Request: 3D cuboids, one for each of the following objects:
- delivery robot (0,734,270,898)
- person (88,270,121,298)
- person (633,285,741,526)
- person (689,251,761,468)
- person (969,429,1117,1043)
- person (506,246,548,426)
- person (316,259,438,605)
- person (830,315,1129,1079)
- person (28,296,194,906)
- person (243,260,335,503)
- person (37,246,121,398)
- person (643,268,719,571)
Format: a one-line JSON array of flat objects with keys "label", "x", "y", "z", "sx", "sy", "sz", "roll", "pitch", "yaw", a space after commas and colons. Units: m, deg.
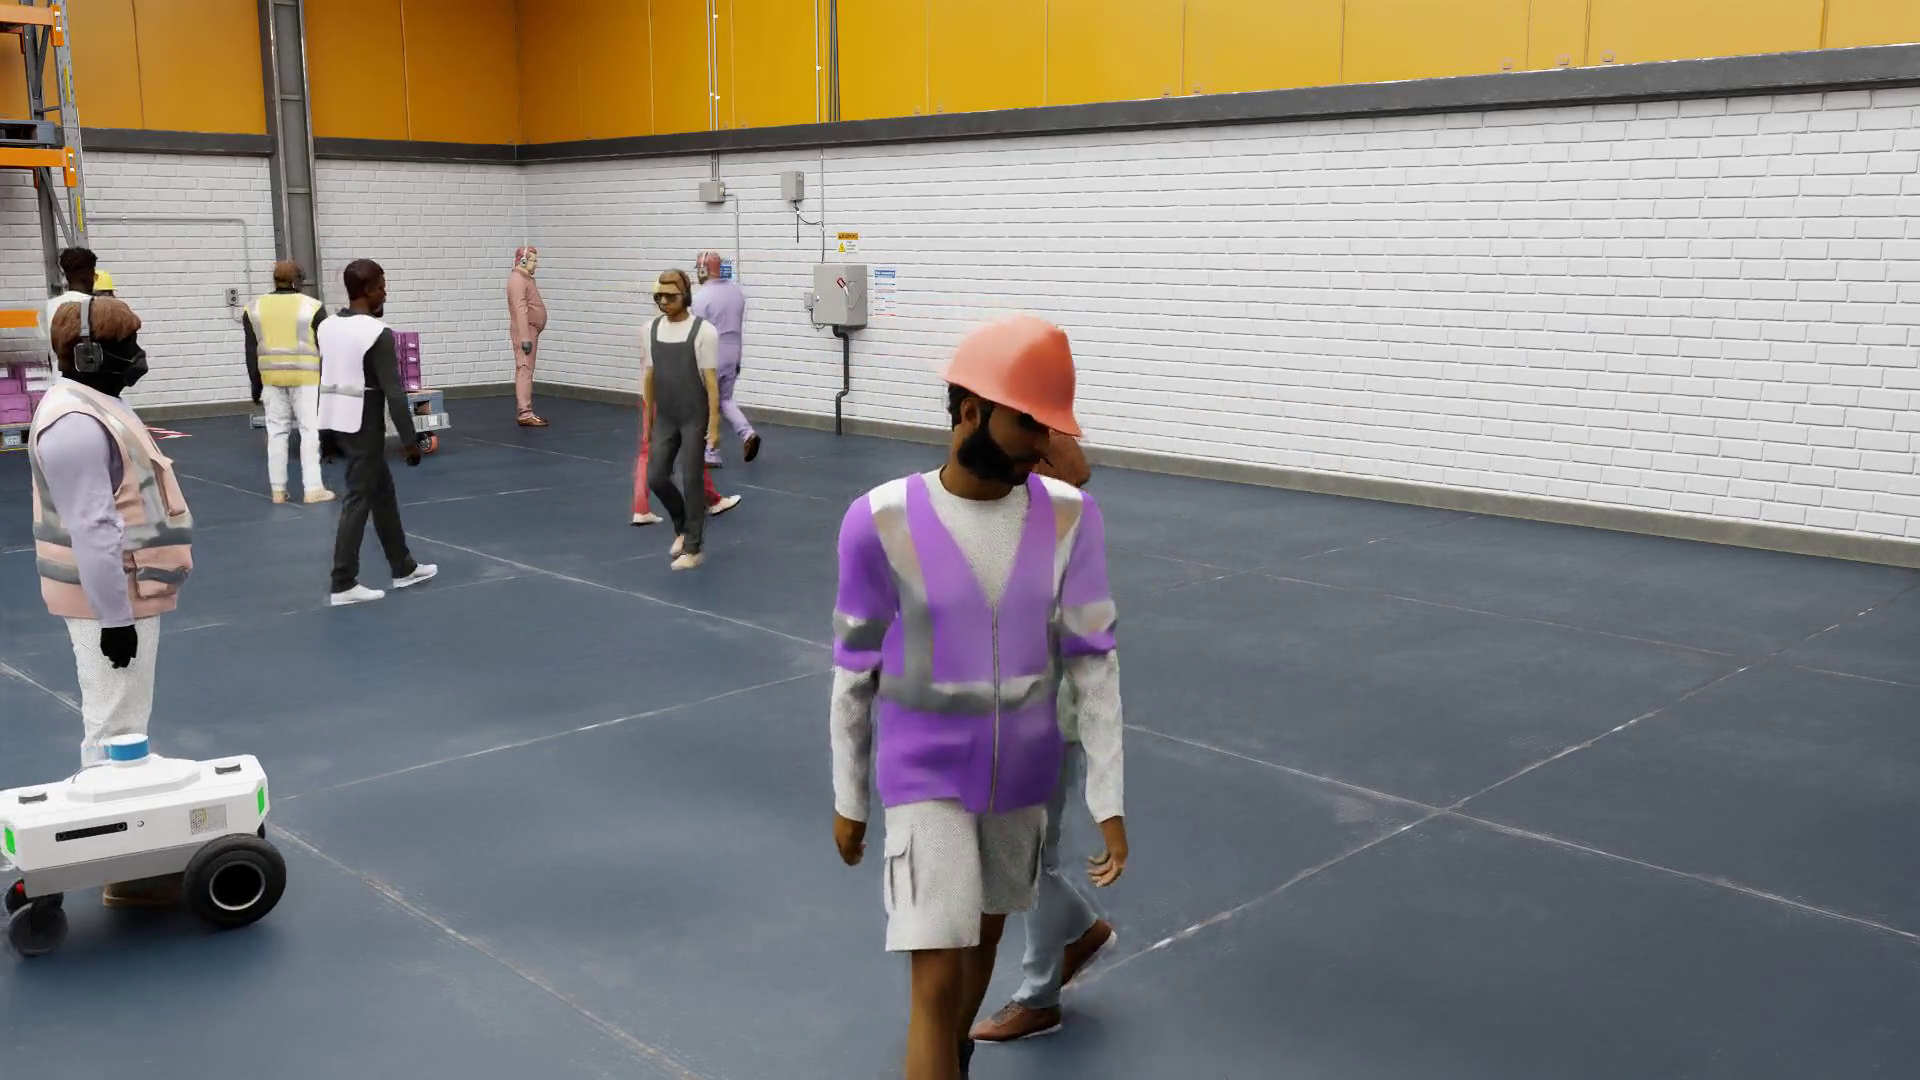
[{"label": "delivery robot", "x": -2.430, "y": 0.815, "z": 4.898, "sx": 0.707, "sy": 0.478, "sz": 0.477, "roll": -6, "pitch": 12, "yaw": -30}, {"label": "person", "x": -6.668, "y": -1.207, "z": 12.888, "sx": 0.421, "sy": 1.752, "sz": 0.559, "roll": -6, "pitch": 12, "yaw": -28}, {"label": "person", "x": -1.986, "y": -0.978, "z": 11.733, "sx": 0.558, "sy": 1.722, "sz": 0.874, "roll": 9, "pitch": 14, "yaw": 40}, {"label": "person", "x": -2.080, "y": -1.547, "z": 14.389, "sx": 0.556, "sy": 1.887, "sz": 0.662, "roll": 7, "pitch": 12, "yaw": 33}, {"label": "person", "x": 0.180, "y": 0.467, "z": 4.131, "sx": 0.375, "sy": 1.616, "sz": 0.514, "roll": -3, "pitch": 11, "yaw": -14}, {"label": "person", "x": -4.602, "y": -2.166, "z": 17.730, "sx": 0.407, "sy": 1.905, "sz": 0.638, "roll": -2, "pitch": 11, "yaw": -12}, {"label": "person", "x": -3.226, "y": -0.610, "z": 9.297, "sx": 0.617, "sy": 1.882, "sz": 0.881, "roll": 9, "pitch": 13, "yaw": 39}, {"label": "person", "x": 0.041, "y": 0.493, "z": 3.342, "sx": 0.547, "sy": 1.865, "sz": 0.994, "roll": -4, "pitch": 11, "yaw": -19}, {"label": "person", "x": -2.558, "y": 0.186, "z": 5.078, "sx": 0.429, "sy": 1.844, "sz": 0.626, "roll": -5, "pitch": 11, "yaw": -23}, {"label": "person", "x": -5.049, "y": -1.186, "z": 12.607, "sx": 0.664, "sy": 1.836, "sz": 0.431, "roll": 0, "pitch": 10, "yaw": 1}, {"label": "person", "x": -6.052, "y": -1.058, "z": 11.566, "sx": 0.645, "sy": 1.946, "sz": 0.417, "roll": 3, "pitch": 11, "yaw": 17}, {"label": "person", "x": -1.684, "y": -0.719, "z": 10.049, "sx": 0.548, "sy": 1.828, "sz": 0.414, "roll": 3, "pitch": 11, "yaw": 18}]
